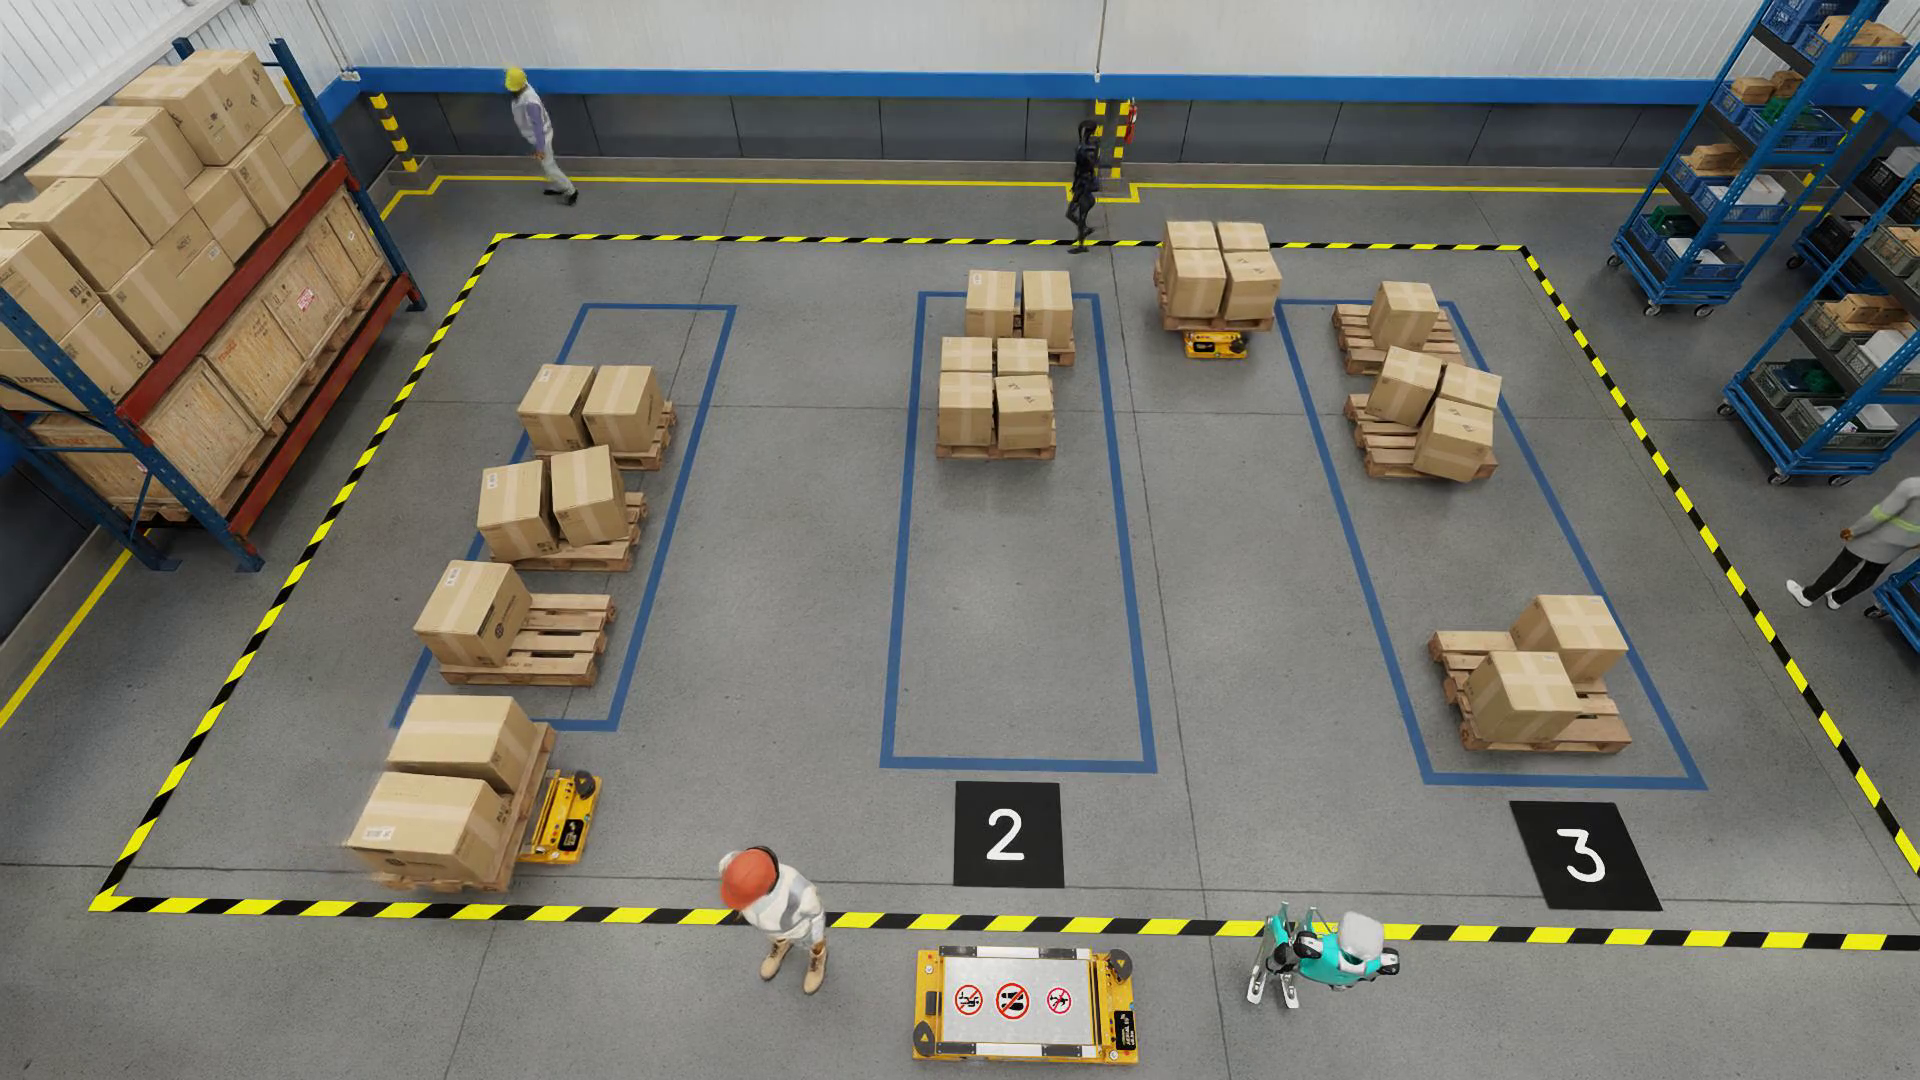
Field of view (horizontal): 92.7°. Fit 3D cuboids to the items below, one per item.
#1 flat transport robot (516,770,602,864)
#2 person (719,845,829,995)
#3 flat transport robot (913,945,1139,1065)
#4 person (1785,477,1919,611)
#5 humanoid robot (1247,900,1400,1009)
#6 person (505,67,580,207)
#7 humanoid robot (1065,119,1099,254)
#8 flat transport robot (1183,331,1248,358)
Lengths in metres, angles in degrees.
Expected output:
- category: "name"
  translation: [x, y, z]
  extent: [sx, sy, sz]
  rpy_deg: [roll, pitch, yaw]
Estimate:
- category: "flat transport robot"
  translation: [-3.481, 2.039, 6.806]
  extent: [1.431, 0.197, 0.652]
  rpy_deg: [1, 51, 1]
- category: "person"
  translation: [-1.087, 2.284, 5.488]
  extent: [0.607, 2.033, 0.400]
  rpy_deg: [17, 53, 13]
- category: "flat transport robot"
  translation: [0.422, 3.041, 6.007]
  extent: [1.431, 0.231, 0.659]
  rpy_deg: [1, 51, 1]
- category: "person"
  translation: [7.632, -0.077, 7.527]
  extent: [0.589, 1.852, 0.396]
  rpy_deg: [10, 52, 8]
- category: "humanoid robot"
  translation: [2.113, 2.390, 5.506]
  extent: [0.533, 1.672, 0.735]
  rpy_deg: [9, 51, 7]
- category: "person"
  translation: [-5.381, -5.161, 11.718]
  extent: [0.435, 1.787, 0.659]
  rpy_deg: [-25, 55, -19]
- category: "humanoid robot"
  translation: [1.509, -4.216, 11.016]
  extent: [0.372, 1.647, 0.607]
  rpy_deg: [-8, 51, -6]
- category: "flat transport robot"
  translation: [2.881, -2.641, 10.620]
  extent: [0.652, 0.197, 1.431]
  rpy_deg: [1, 51, 1]
